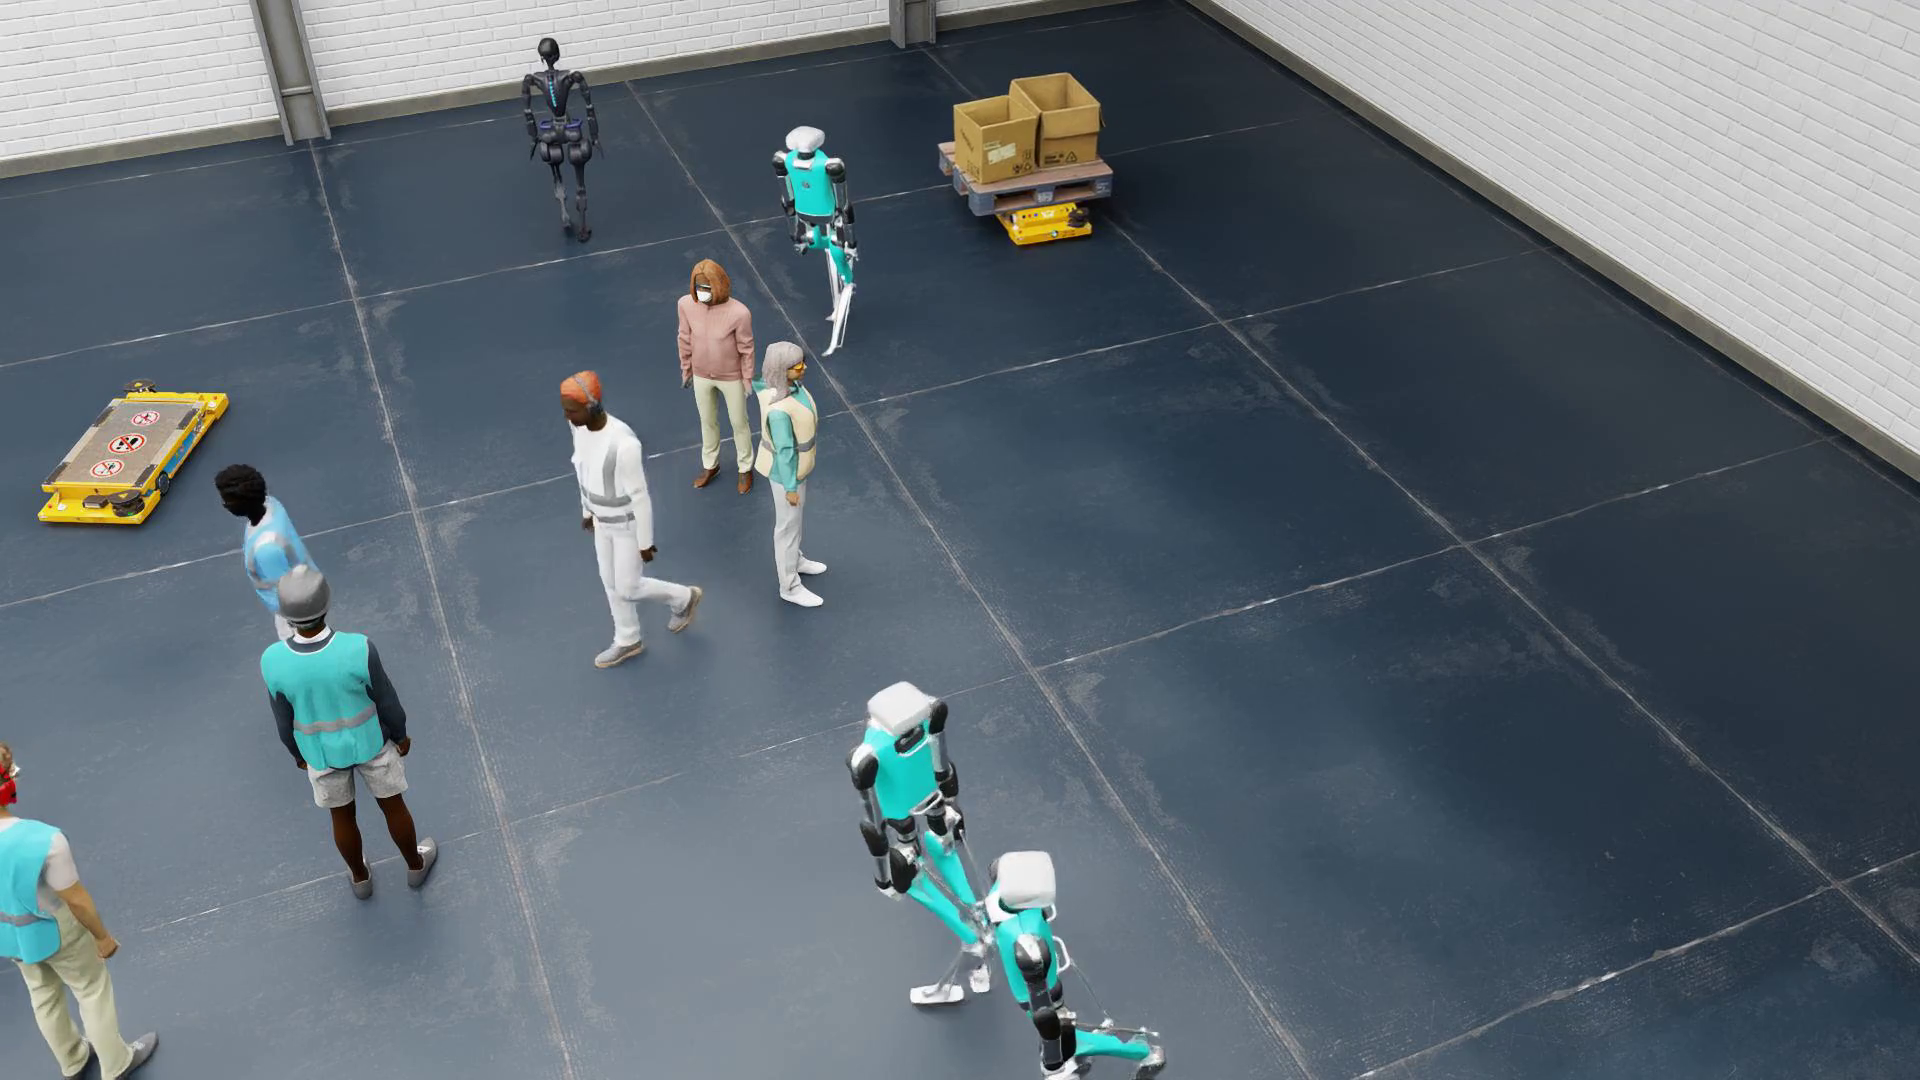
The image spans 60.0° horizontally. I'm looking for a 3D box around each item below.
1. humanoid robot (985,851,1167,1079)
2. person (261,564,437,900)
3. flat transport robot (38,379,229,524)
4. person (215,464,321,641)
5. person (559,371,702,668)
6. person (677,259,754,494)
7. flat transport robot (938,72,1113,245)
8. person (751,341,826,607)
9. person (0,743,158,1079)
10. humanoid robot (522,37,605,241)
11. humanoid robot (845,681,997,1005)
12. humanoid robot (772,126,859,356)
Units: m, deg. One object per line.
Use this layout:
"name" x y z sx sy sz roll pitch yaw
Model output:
"humanoid robot" 0.533 1.856 6.684 1.008 1.740 0.535 -7 38 -9
"person" -2.835 0.930 7.691 0.553 1.938 0.418 -9 38 -11
"flat transport robot" -5.475 -0.598 11.052 0.659 0.231 1.431 2 38 2
"person" -3.515 0.307 8.716 0.364 1.675 0.545 -13 39 -16
"person" -1.840 -0.135 9.140 0.586 1.869 0.598 -28 46 -32
"person" -1.526 -1.027 10.489 0.496 1.633 0.287 8 38 11
"flat transport robot" 0.554 -2.927 14.083 0.659 0.231 1.431 -12 39 -15
"person" -0.990 -0.391 9.600 0.363 1.709 0.471 1 38 1
"person" -3.812 1.611 6.902 0.572 1.824 0.443 4 38 5
"humanoid robot" -3.164 -3.205 13.286 0.600 1.642 0.355 -2 38 -3
"humanoid robot" -0.049 1.420 7.216 0.796 1.758 0.574 29 46 32
"humanoid robot" -0.930 -2.248 12.036 0.543 1.771 0.879 12 39 15
